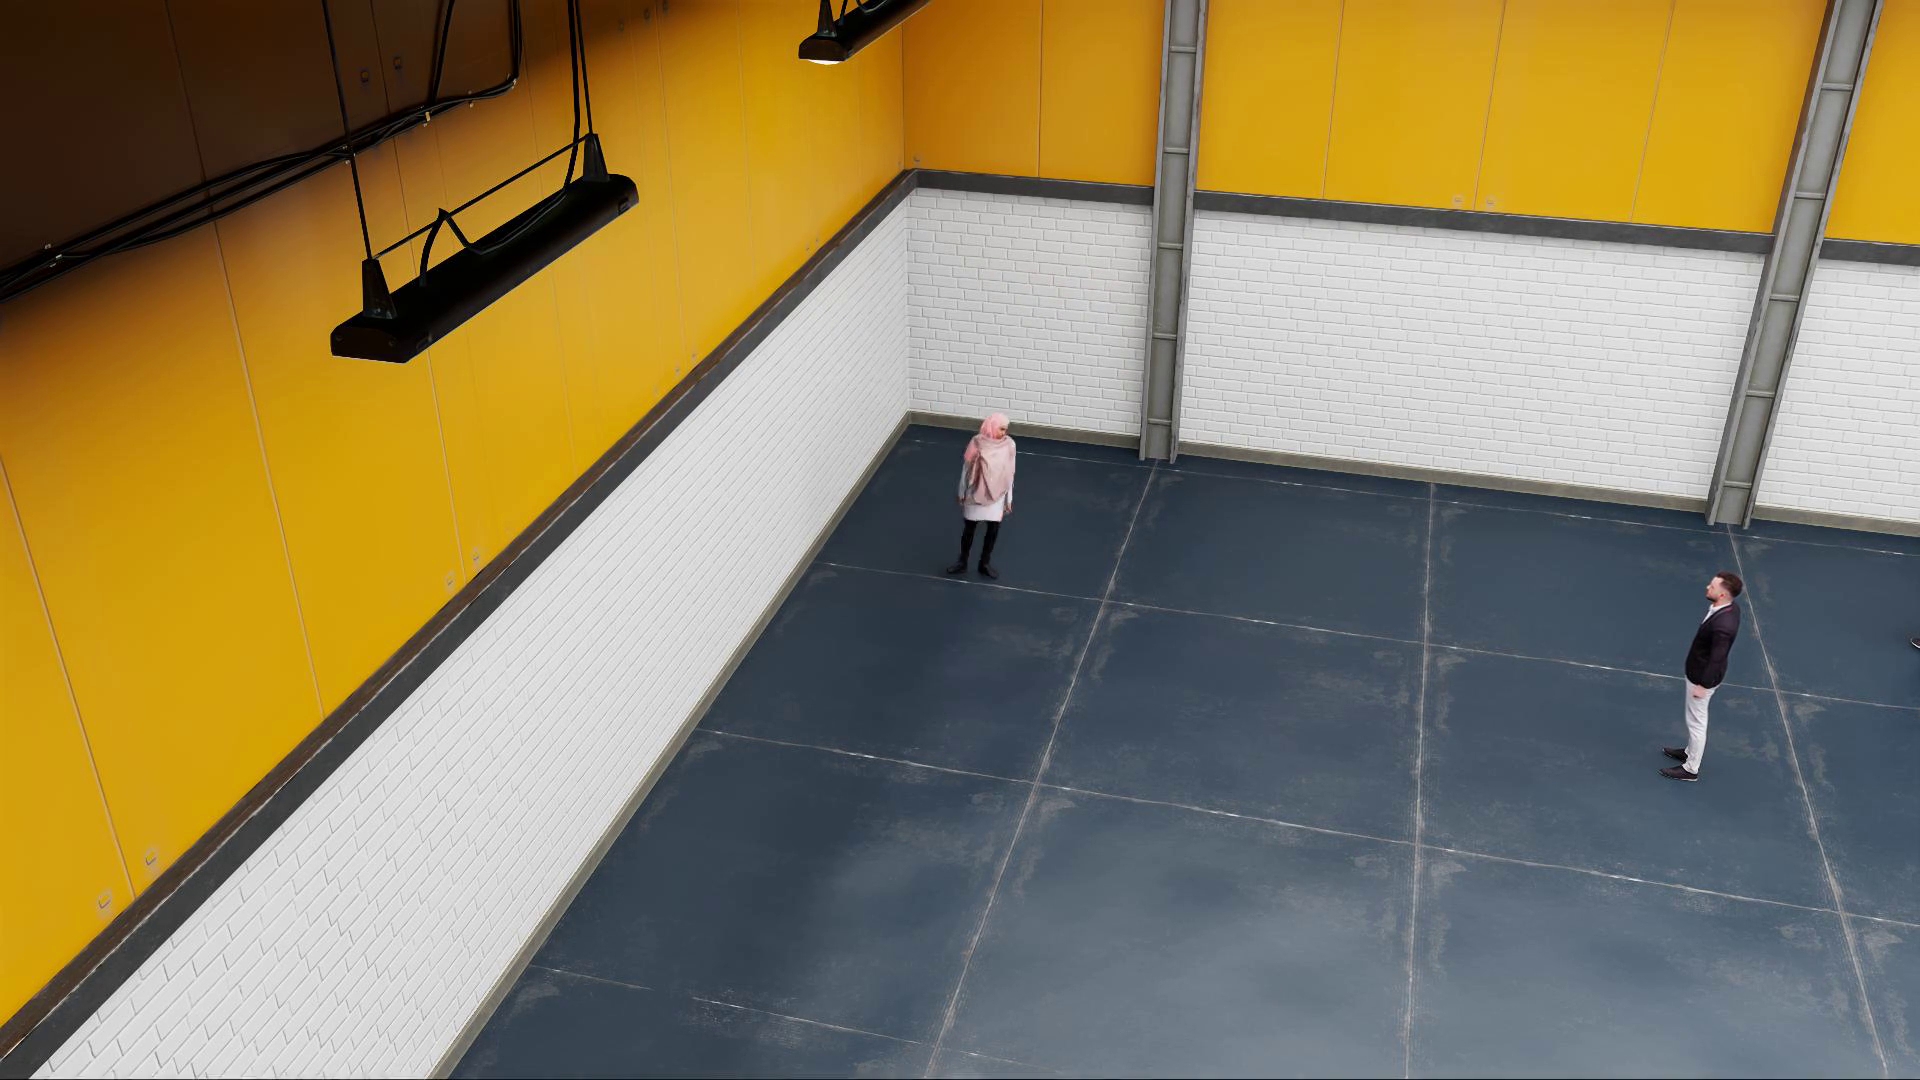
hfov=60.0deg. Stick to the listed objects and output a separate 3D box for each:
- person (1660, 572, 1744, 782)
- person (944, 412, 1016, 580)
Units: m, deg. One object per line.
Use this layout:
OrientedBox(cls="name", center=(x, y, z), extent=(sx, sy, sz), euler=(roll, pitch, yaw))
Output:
OrientedBox(cls="person", center=(5.916, 1.071, 13.177), extent=(0.626, 1.843, 0.713), euler=(14, 32, 25))
OrientedBox(cls="person", center=(0.196, -0.420, 15.984), extent=(0.779, 1.772, 0.981), euler=(2, 29, 3))
